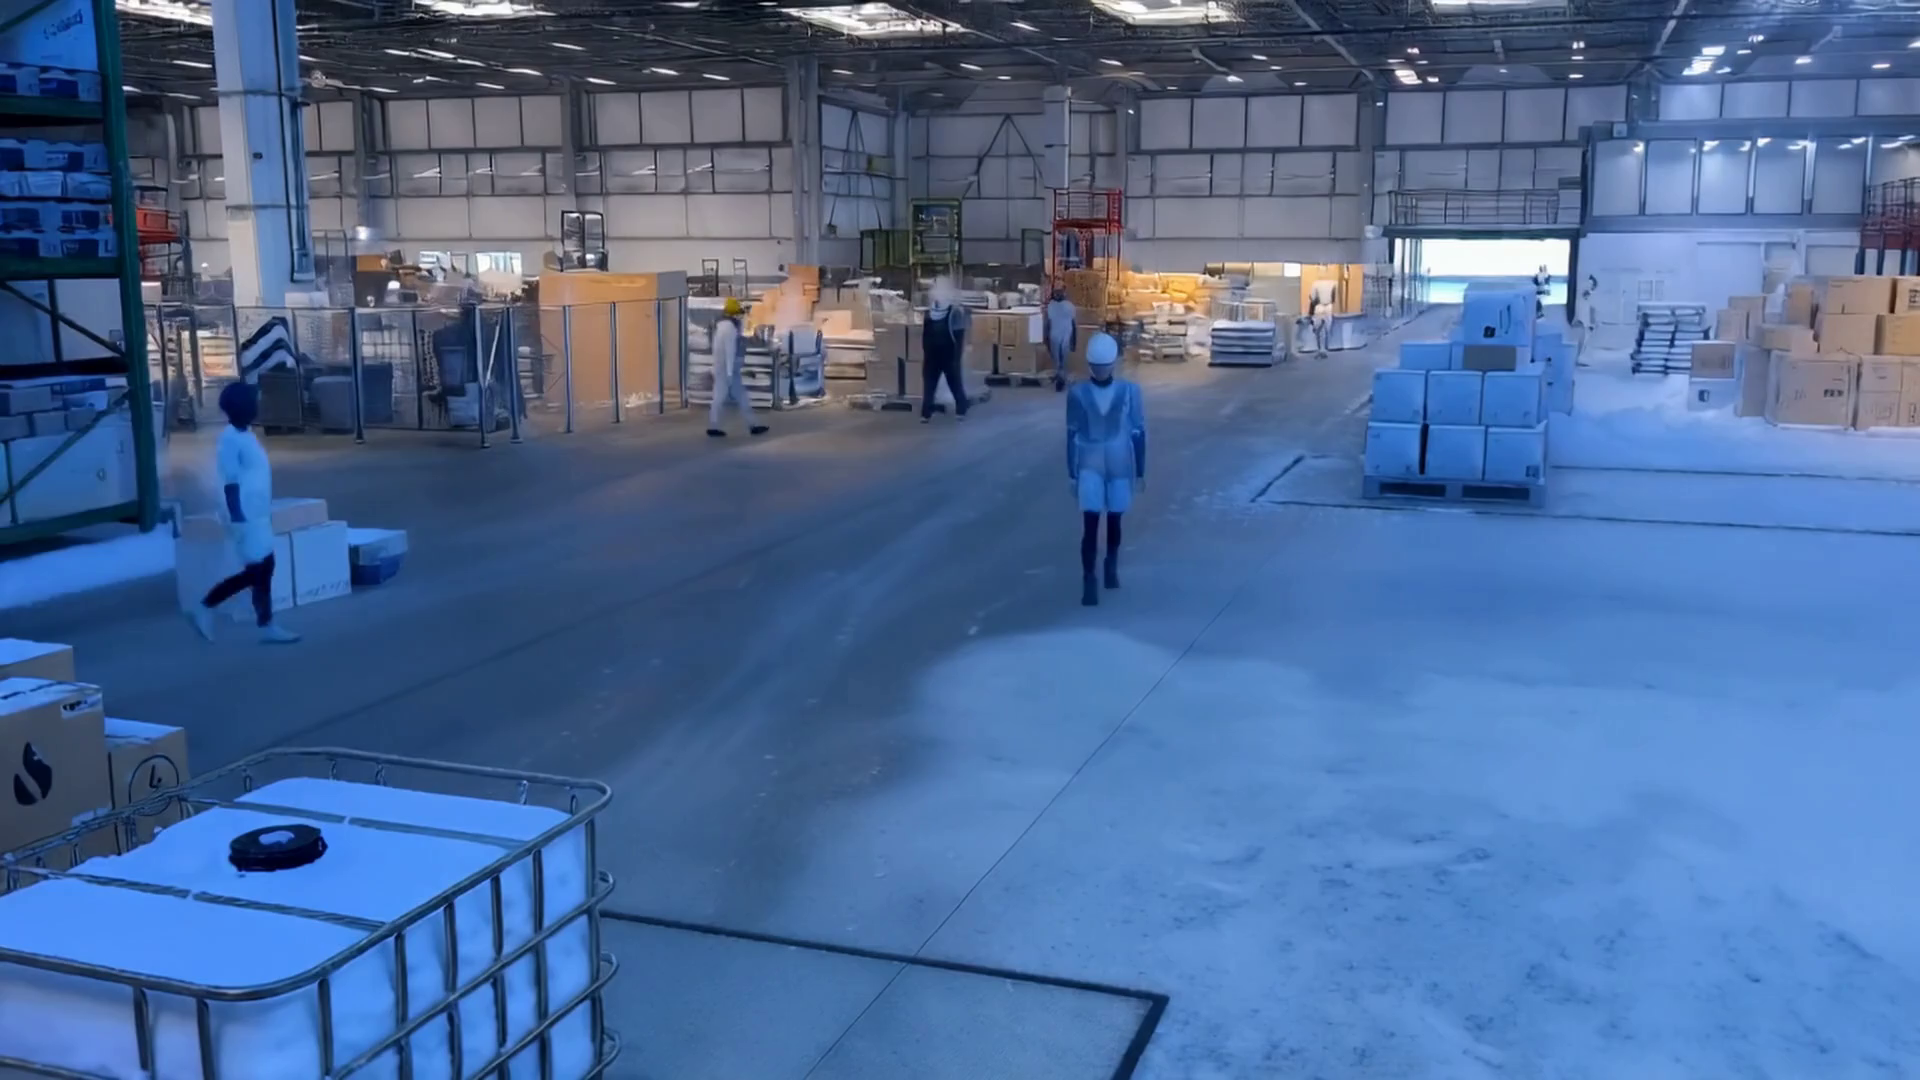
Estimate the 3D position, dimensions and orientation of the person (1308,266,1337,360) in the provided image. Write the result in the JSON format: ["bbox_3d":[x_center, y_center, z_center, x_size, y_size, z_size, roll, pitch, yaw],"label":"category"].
[{"bbox_3d":[7.918,-4.971,36.424,0.610,2.043,0.397,0,10,-2],"label":"person"}]

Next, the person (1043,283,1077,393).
[{"bbox_3d":[1.657,-3.398,28.109,0.566,1.844,0.676,5,11,25],"label":"person"}]

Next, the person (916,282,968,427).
[{"bbox_3d":[-0.224,-2.615,23.163,0.683,2.000,0.982,6,11,29],"label":"person"}]

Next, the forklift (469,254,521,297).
[{"bbox_3d":[-17.990,-10.121,64.684,1.157,1.987,2.680,3,11,17],"label":"forklift"}]

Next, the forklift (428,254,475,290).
[{"bbox_3d":[-20.133,-10.254,65.465,1.157,1.987,2.680,3,11,19],"label":"forklift"}]

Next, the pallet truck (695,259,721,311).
[{"bbox_3d":[-9.165,-9.627,62.776,0.823,1.965,1.885,4,11,23],"label":"pallet truck"}]

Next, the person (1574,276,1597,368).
[{"bbox_3d":[12.821,-4.446,34.004,0.328,1.861,0.500,-2,10,-13],"label":"person"}]

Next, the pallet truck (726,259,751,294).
[{"bbox_3d":[-7.986,-9.493,62.019,0.823,1.965,1.885,3,11,17],"label":"pallet truck"}]

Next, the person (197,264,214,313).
[{"bbox_3d":[-27.870,-9.296,61.513,0.604,1.786,0.933,-3,11,-19],"label":"person"}]

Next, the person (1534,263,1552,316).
[{"bbox_3d":[20.541,-8.824,58.651,0.583,1.861,0.790,3,11,17],"label":"person"}]

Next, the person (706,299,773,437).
[{"bbox_3d":[-2.921,-2.237,21.734,0.919,1.787,0.610,-5,11,-25],"label":"person"}]

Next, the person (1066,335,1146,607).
[{"bbox_3d":[1.026,-0.512,11.786,0.562,1.888,1.011,1,10,3],"label":"person"}]

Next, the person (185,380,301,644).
[{"bbox_3d":[-4.466,-0.151,10.289,0.552,1.680,0.541,-2,10,-11],"label":"person"}]

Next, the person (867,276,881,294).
[{"bbox_3d":[-2.162,-5.708,41.439,0.532,1.743,0.777,5,11,27],"label":"person"}]
